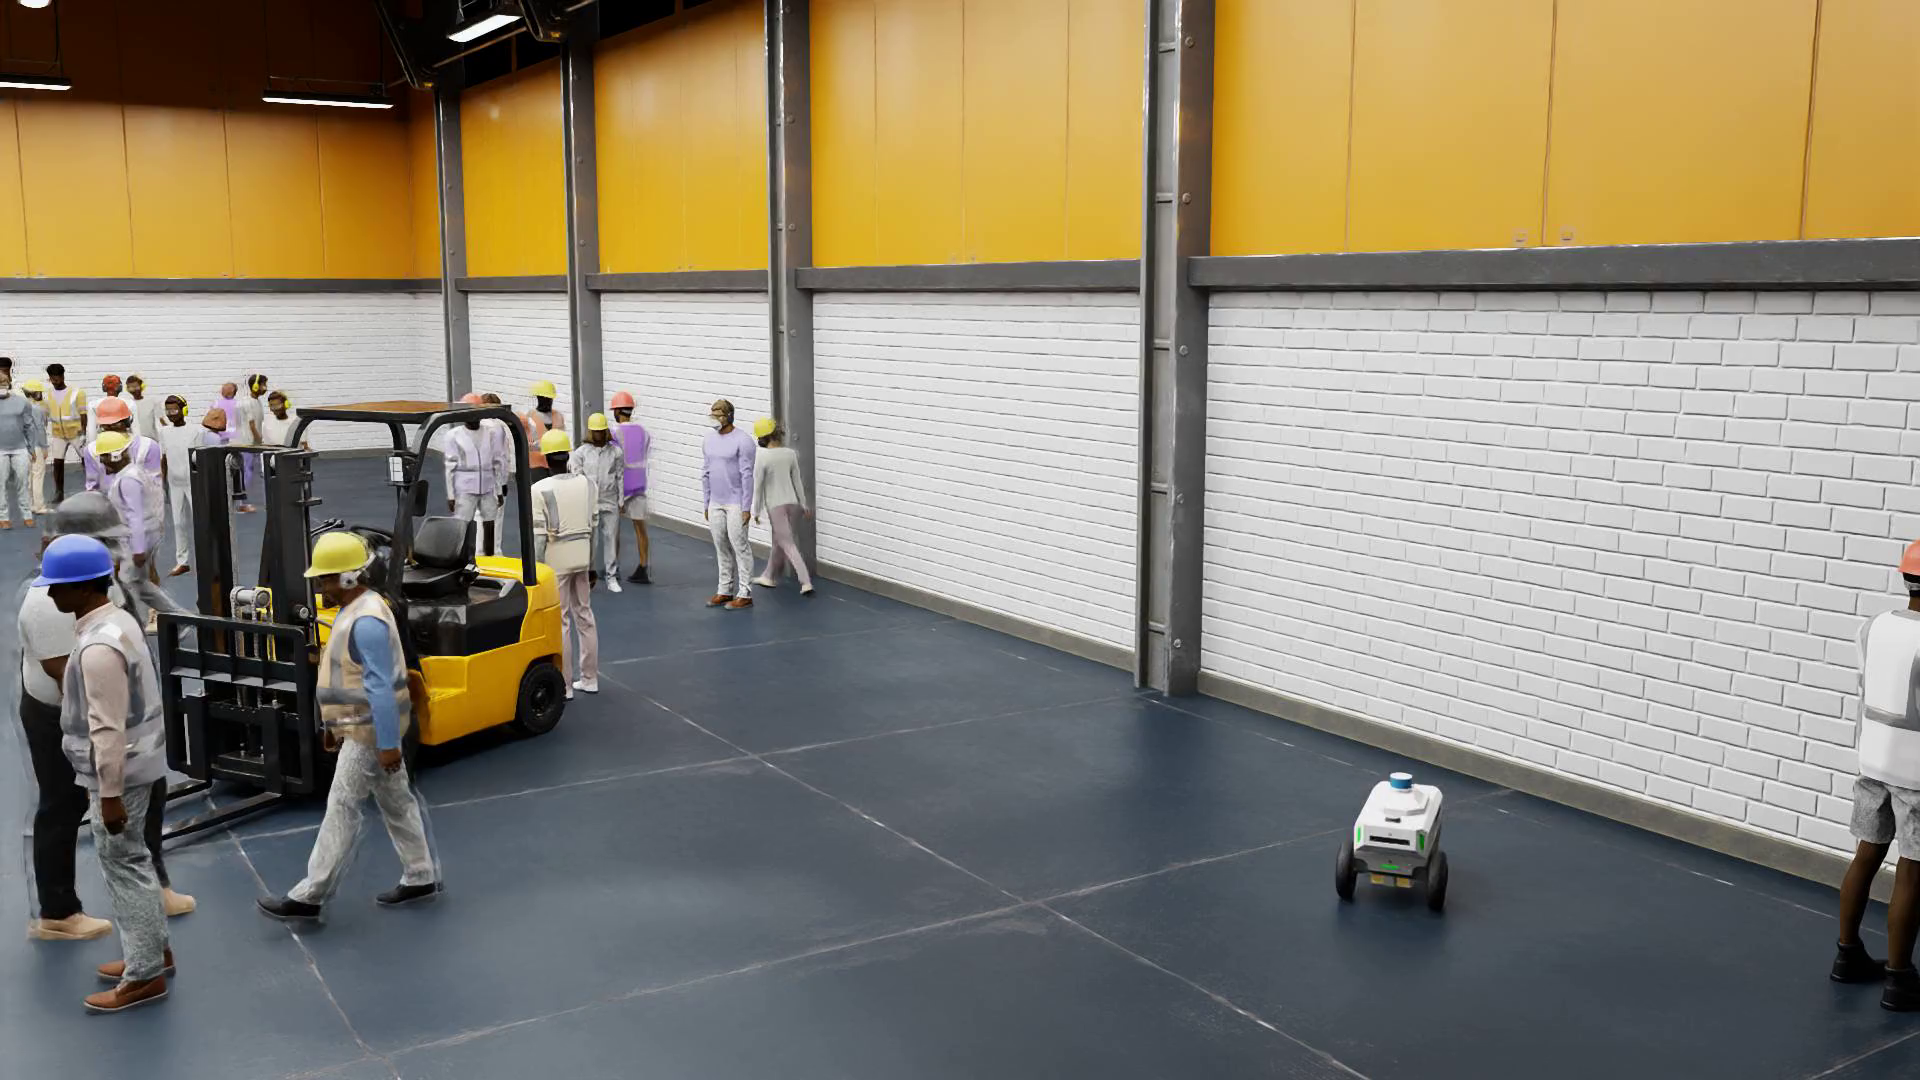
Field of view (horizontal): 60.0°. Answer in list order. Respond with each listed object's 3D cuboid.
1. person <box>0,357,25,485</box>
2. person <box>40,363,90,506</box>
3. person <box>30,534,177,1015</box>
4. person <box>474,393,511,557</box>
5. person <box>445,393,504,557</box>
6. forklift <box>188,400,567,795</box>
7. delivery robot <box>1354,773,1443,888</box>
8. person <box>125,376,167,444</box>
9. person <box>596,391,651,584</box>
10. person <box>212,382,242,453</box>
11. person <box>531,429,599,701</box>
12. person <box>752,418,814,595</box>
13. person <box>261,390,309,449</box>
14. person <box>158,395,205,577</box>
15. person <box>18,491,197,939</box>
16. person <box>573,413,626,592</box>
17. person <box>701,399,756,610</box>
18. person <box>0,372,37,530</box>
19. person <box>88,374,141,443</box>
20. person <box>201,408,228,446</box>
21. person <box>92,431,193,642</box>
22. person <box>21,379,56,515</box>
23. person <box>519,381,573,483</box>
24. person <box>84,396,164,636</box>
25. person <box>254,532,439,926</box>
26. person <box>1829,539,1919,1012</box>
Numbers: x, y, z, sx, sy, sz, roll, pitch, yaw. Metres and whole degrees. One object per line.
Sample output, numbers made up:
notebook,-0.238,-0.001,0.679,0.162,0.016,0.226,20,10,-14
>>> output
person,-14.190,-1.742,24.687,0.628,1.931,0.835,4,9,26
person,-12.085,-1.436,22.640,0.841,1.939,0.582,-1,8,-5
person,-3.430,0.929,6.696,0.434,1.936,0.618,-3,9,-21
person,-4.966,-0.635,17.590,0.429,1.837,0.628,-8,12,-43
person,-4.762,-0.498,16.387,0.550,1.915,0.422,-6,11,-37
forklift,-3.529,0.258,10.348,1.214,2.155,2.313,4,9,25
delivery robot,2.122,1.368,8.026,0.477,0.478,0.707,4,10,22
person,-10.788,-1.286,22.111,0.624,1.813,0.997,-3,9,-19
person,-3.363,-0.524,16.572,0.785,1.901,0.558,7,11,41
person,-10.582,-1.490,24.149,0.533,1.592,0.870,0,8,1
person,-2.819,0.178,11.796,0.383,1.923,0.590,7,11,38
person,-1.715,-0.323,15.934,0.908,1.692,0.586,7,11,40
person,-7.489,-0.771,18.544,0.506,1.826,0.953,-3,9,-19
person,-7.897,-0.550,16.933,0.512,1.861,0.325,1,8,4
person,-3.802,0.771,7.407,0.748,2.000,0.693,0,8,-1
person,-3.450,-0.349,15.955,0.492,1.742,0.320,-4,9,-23
person,-2.112,-0.325,15.190,0.623,1.932,0.367,6,10,36
person,-11.614,-1.078,20.275,0.635,1.928,0.391,-7,11,-41
person,-10.434,-1.106,20.579,0.584,1.882,0.339,-2,9,-13
person,-8.144,-0.632,18.257,0.274,1.627,0.503,-5,10,-32
person,-6.579,0.008,13.406,0.708,1.793,0.648,-5,10,-30
person,-12.055,-1.213,21.707,0.533,1.765,0.329,6,10,34
person,-4.617,-0.836,18.683,0.722,1.897,0.602,7,11,38
person,-7.005,-0.191,13.956,0.607,2.029,0.405,-1,9,-10
person,-2.854,0.859,7.622,0.865,1.792,0.614,-3,9,-22
person,3.863,0.929,6.745,0.398,1.928,0.541,-2,9,-12
